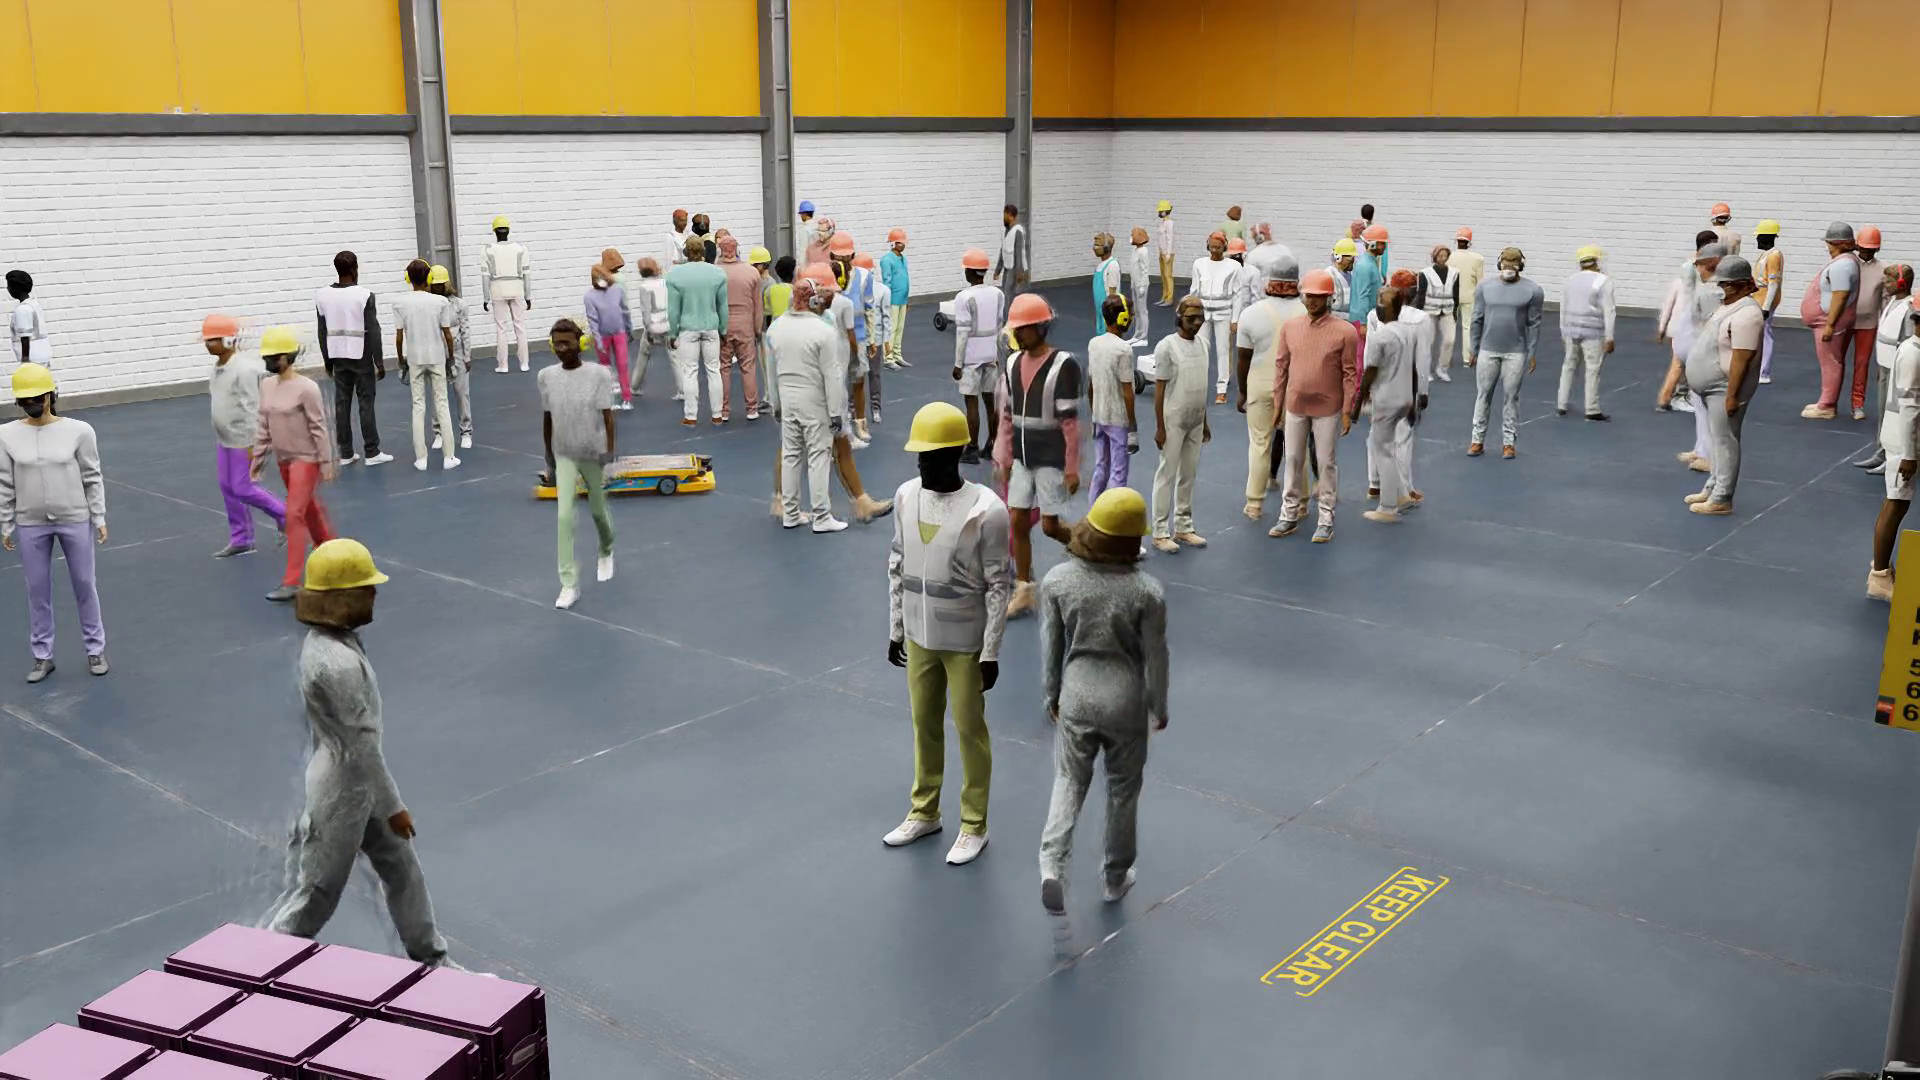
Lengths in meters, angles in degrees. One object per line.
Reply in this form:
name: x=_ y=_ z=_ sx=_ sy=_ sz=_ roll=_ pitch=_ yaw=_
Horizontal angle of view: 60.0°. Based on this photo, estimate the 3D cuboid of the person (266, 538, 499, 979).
person: x=-2.090 y=0.831 z=5.544 sx=0.895 sy=1.702 sz=0.496 roll=-5 pitch=15 yaw=-19

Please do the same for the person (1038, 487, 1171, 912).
person: x=0.542 y=0.627 z=6.350 sx=0.508 sy=1.710 sz=0.623 roll=6 pitch=15 yaw=22

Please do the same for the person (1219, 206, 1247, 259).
person: x=4.835 y=-5.114 z=29.477 sx=0.528 sy=1.606 sz=0.438 roll=5 pitch=15 yaw=20

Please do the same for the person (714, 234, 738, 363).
person: x=-2.996 y=-3.090 z=21.325 sx=0.310 sy=1.644 sz=0.523 roll=-10 pitch=17 yaw=-34

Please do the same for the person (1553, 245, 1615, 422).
person: x=6.455 y=-2.111 z=17.150 sx=0.406 sy=1.785 sz=0.662 roll=-9 pitch=17 yaw=-33

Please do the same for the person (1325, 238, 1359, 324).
person: x=4.079 y=-2.331 z=17.943 sx=0.404 sy=1.823 sz=0.591 roll=13 pitch=19 yaw=42

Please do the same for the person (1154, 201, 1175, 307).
person: x=3.441 y=-4.815 z=27.992 sx=0.339 sy=1.759 sz=0.524 roll=-3 pitch=14 yaw=-10

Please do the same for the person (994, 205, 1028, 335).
person: x=0.729 y=-3.945 z=24.330 sx=0.631 sy=1.862 sz=0.621 roll=-5 pitch=15 yaw=-18

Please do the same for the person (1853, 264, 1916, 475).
person: x=8.155 y=-1.476 z=14.488 sx=0.402 sy=1.835 sz=0.564 roll=3 pitch=14 yaw=13

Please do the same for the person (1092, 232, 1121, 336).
person: x=1.636 y=-2.530 z=18.708 sx=0.342 sy=1.841 sz=0.512 roll=-3 pitch=14 yaw=-12

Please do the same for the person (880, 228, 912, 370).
person: x=-0.778 y=-3.015 z=20.802 sx=0.339 sy=1.749 sz=0.573 roll=6 pitch=15 yaw=23

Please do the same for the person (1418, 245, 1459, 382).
person: x=5.672 y=-2.666 z=19.674 sx=0.538 sy=1.621 sz=0.503 roll=-2 pitch=14 yaw=-8

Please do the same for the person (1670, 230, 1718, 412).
person: x=7.851 y=-2.347 z=17.802 sx=0.391 sy=1.919 sz=0.587 roll=12 pitch=18 yaw=40

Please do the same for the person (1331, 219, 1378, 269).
person: x=4.783 y=-2.912 z=20.083 sx=0.403 sy=1.906 sz=0.651 roll=-12 pitch=18 yaw=-40

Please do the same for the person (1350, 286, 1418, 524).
person: x=3.235 y=-1.023 z=12.713 sx=0.445 sy=1.824 sz=0.498 roll=13 pitch=19 yaw=43

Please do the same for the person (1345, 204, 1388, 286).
person: x=5.804 y=-3.866 z=23.909 sx=0.628 sy=1.892 sz=0.761 roll=2 pitch=14 yaw=9

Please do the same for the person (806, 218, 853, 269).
person: x=-1.626 y=-2.978 z=20.361 sx=0.636 sy=1.903 sz=0.404 roll=6 pitch=15 yaw=23

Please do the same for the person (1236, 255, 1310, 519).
person: x=2.465 y=-1.179 z=12.885 sx=0.683 sy=2.000 sz=0.536 roll=1 pitch=14 yaw=6

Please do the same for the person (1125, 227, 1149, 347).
person: x=2.461 y=-3.491 z=22.948 sx=0.286 sy=1.634 sz=0.500 roll=-2 pitch=14 yaw=-9

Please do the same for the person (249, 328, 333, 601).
person: x=-4.368 y=-0.488 z=10.713 sx=0.540 sy=1.734 sz=0.787 roll=9 pitch=17 yaw=31

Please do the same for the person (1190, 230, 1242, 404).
person: x=2.781 y=-2.436 z=18.222 sx=0.573 sy=1.886 sz=0.354 roll=6 pitch=15 yaw=23

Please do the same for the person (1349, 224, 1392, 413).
person: x=4.330 y=-2.345 z=17.657 sx=0.407 sy=1.987 sz=0.615 roll=5 pitch=15 yaw=18

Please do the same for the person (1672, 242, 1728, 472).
person: x=6.597 y=-1.653 z=14.778 sx=0.536 sy=2.000 sz=0.873 roll=8 pitch=16 yaw=30

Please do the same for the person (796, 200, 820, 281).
person: x=-2.185 y=-3.969 z=24.250 sx=0.449 sy=1.933 sz=0.694 roll=6 pitch=15 yaw=23

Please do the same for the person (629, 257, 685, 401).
person: x=-3.392 y=-2.331 z=18.408 sx=0.911 sy=1.580 sz=0.530 roll=8 pitch=16 yaw=30

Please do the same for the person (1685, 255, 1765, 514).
person: x=5.985 y=-1.228 z=13.082 sx=0.535 sy=2.000 sz=0.679 roll=4 pitch=15 yaw=14

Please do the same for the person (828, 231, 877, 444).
person: x=-1.099 y=-1.926 z=15.901 sx=0.614 sy=2.030 sz=0.409 roll=-5 pitch=15 yaw=-18

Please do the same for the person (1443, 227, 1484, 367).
person: x=6.313 y=-3.063 z=20.991 sx=0.562 sy=1.753 sz=0.327 roll=5 pitch=15 yaw=18

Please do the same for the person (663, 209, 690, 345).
person: x=-3.832 y=-3.578 z=22.794 sx=0.354 sy=1.881 sz=0.572 roll=5 pitch=15 yaw=20

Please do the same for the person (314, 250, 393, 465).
person: x=-5.442 y=-1.622 z=14.903 sx=0.596 sy=1.918 sz=0.385 roll=3 pitch=14 yaw=11

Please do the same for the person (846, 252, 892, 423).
person: x=-0.981 y=-2.057 z=16.989 sx=0.562 sy=1.746 sz=0.339 roll=1 pitch=14 yaw=2

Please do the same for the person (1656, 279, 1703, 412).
person: x=7.823 y=-2.226 z=17.784 sx=0.895 sy=1.679 sz=0.573 roll=-8 pitch=16 yaw=-30

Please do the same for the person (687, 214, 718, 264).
person: x=-3.462 y=-3.463 z=22.419 sx=0.429 sy=1.844 sz=0.623 roll=-5 pitch=15 yaw=-19

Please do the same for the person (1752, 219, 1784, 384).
person: x=9.455 y=-2.799 z=19.590 sx=0.386 sy=1.926 sz=0.591 roll=5 pitch=15 yaw=18
